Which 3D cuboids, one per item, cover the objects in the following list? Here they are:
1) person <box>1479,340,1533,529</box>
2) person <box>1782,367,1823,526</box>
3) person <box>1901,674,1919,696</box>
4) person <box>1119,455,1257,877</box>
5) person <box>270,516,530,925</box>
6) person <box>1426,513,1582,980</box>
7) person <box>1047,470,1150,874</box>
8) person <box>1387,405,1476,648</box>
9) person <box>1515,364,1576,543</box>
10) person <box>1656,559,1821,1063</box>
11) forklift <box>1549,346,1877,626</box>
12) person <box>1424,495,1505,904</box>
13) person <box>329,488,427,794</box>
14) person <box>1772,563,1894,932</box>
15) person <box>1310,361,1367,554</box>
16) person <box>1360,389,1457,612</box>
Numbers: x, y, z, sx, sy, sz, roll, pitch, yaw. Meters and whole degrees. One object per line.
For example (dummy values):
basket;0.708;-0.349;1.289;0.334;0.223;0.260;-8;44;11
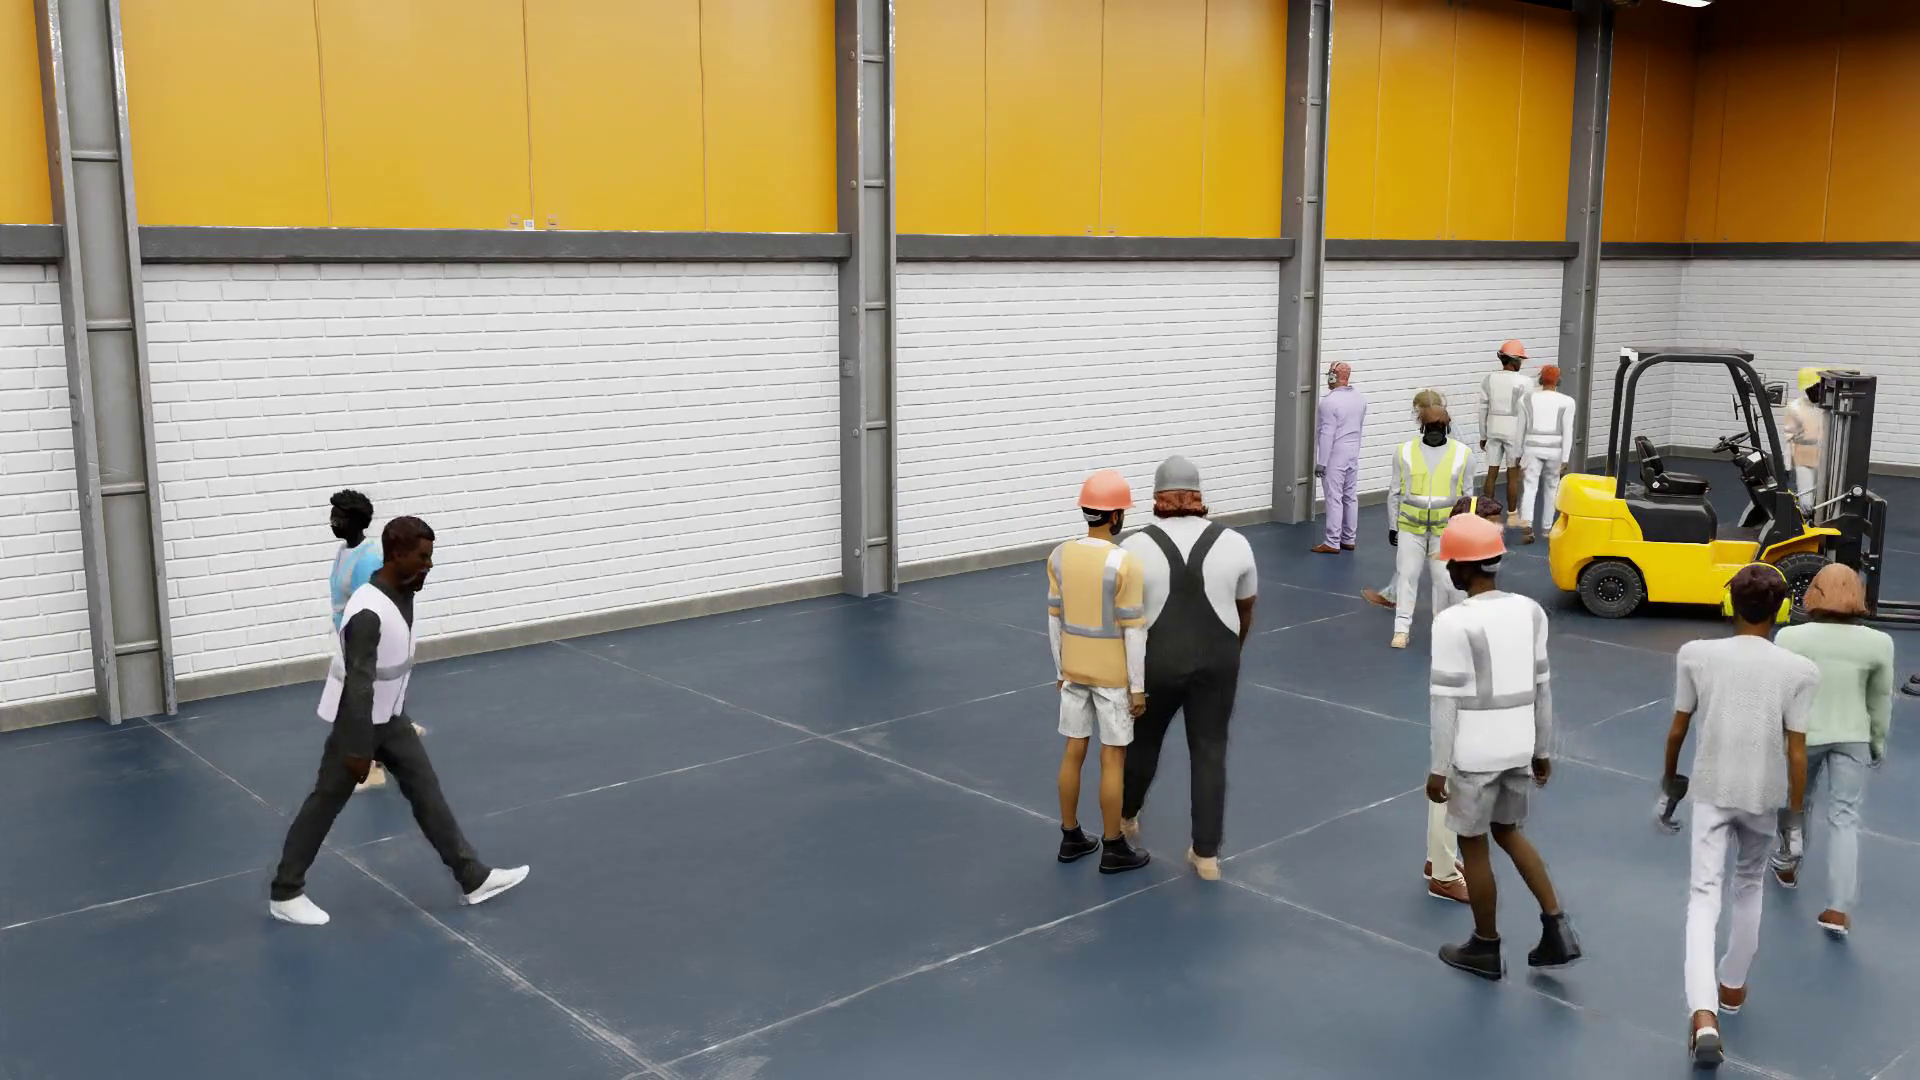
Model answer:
person;5.925;-1.141;18.031;0.394;2.038;0.605;-9;13;-42
person;8.402;-0.761;16.277;0.674;1.876;0.502;4;10;21
person;6.587;0.095;11.109;0.354;1.930;0.544;8;13;41
person;1.074;0.545;8.150;0.701;2.000;0.920;0;10;2
person;-2.550;0.797;7.362;1.153;1.804;0.604;0;10;1
person;2.154;0.853;6.736;0.566;1.911;0.616;-5;11;-29
person;0.676;0.627;7.970;0.546;1.938;0.361;8;13;41
person;3.514;-0.089;12.454;0.625;1.841;0.429;3;10;17
person;6.016;-0.894;17.163;0.574;1.846;0.937;4;11;24
person;2.877;0.988;6.203;0.522;1.829;0.951;5;11;25
forklift;6.109;-0.478;13.691;2.313;2.155;1.214;3;10;16
person;2.326;0.719;7.631;0.329;1.872;0.509;2;10;13
person;-3.231;0.544;9.175;0.448;1.688;0.541;-7;12;-36
person;3.872;0.892;7.435;0.515;1.588;0.877;3;10;16
person;3.734;-0.816;16.509;0.637;1.911;0.403;-9;13;-41
person;3.817;-0.289;13.519;1.036;1.871;0.762;6;11;31
